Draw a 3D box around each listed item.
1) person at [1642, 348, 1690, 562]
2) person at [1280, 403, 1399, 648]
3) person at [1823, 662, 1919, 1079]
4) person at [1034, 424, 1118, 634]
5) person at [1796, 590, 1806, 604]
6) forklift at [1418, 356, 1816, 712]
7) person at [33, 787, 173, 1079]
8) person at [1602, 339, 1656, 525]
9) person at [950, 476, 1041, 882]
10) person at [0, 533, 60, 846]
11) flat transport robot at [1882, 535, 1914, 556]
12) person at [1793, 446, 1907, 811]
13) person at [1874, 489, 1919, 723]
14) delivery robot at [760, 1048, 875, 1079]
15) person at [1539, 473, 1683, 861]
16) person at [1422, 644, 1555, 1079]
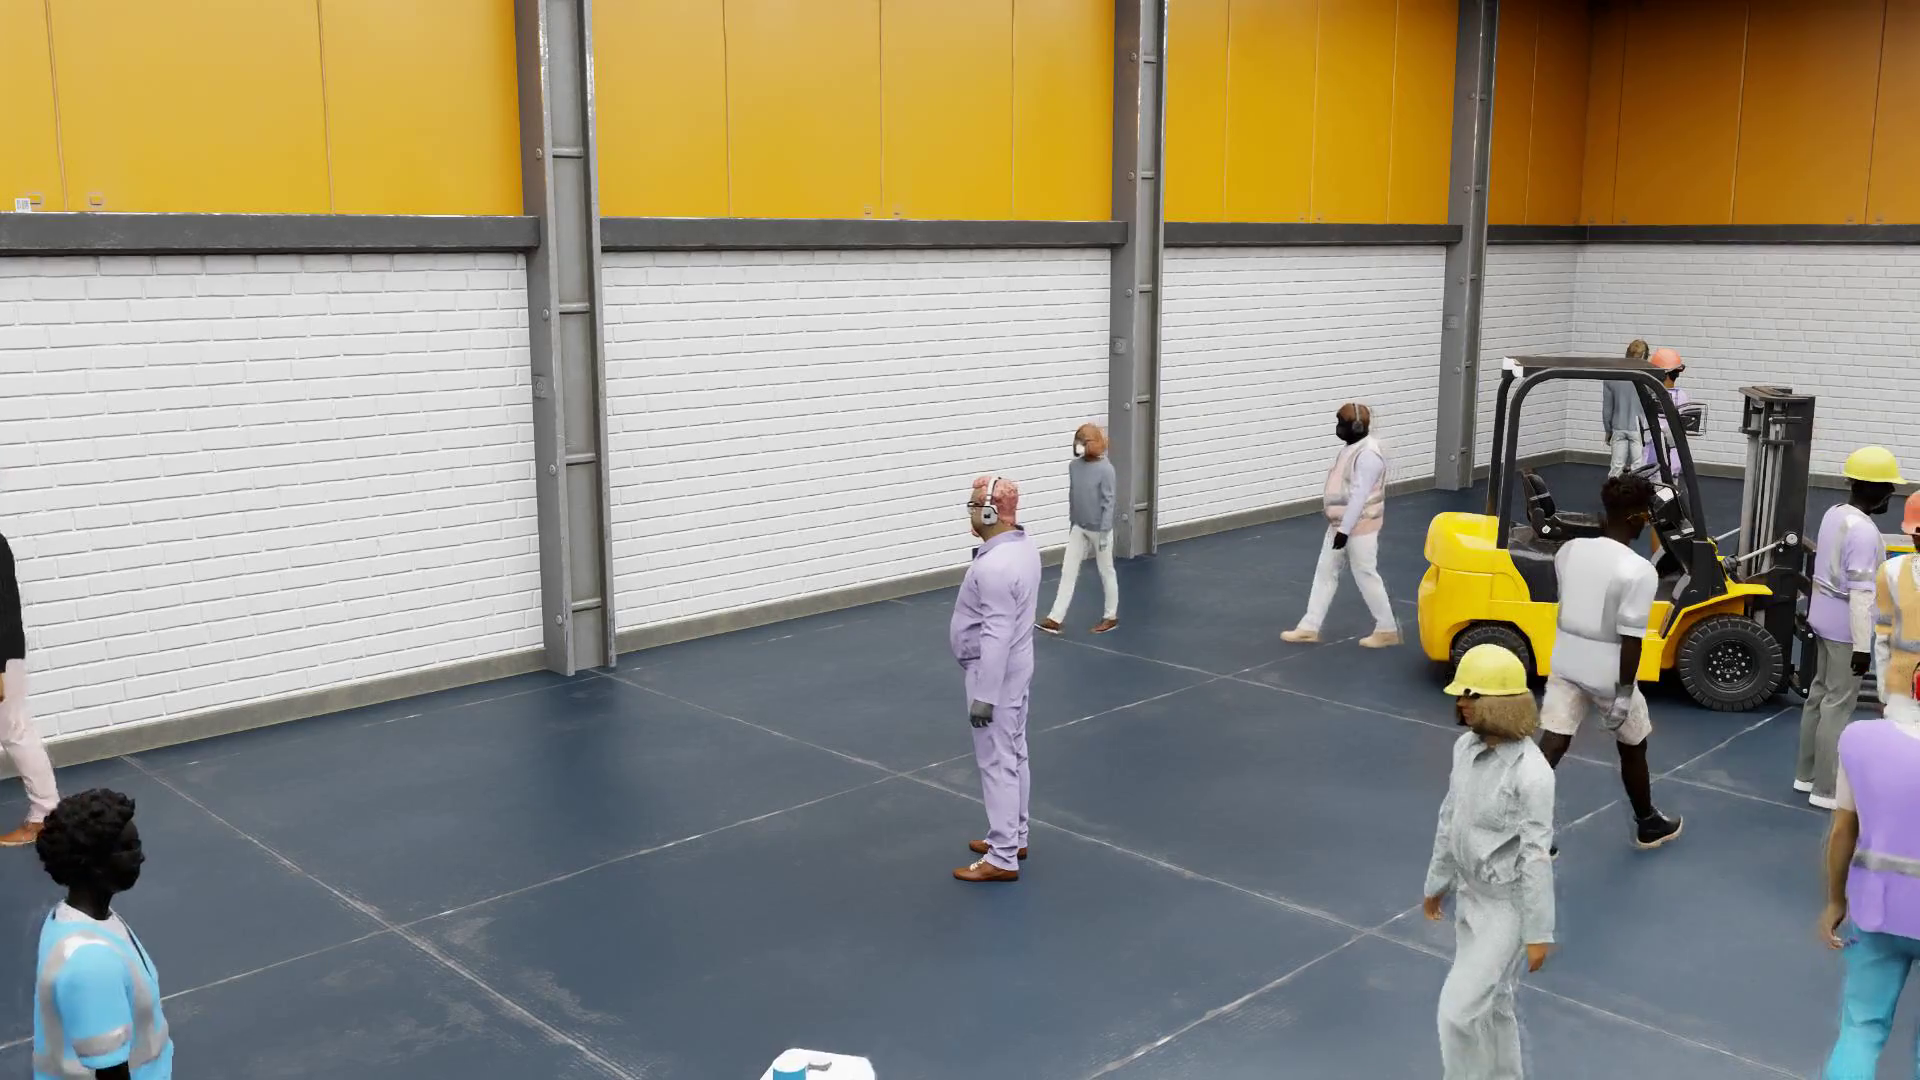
[{"bbox_3d":[6.030,-0.630,14.370,0.373,2.043,0.615,9,14,40],"label":"person"},{"bbox_3d":[2.840,-0.102,12.153,0.831,1.808,0.625,-1,10,-6],"label":"person"},{"bbox_3d":[2.914,1.188,5.063,0.574,1.826,0.778,9,14,40],"label":"person"},{"bbox_3d":[0.904,-0.061,12.458,0.801,1.592,0.523,-9,14,-40],"label":"person"},{"bbox_3d":[6.396,-0.176,13.072,0.386,1.615,0.496,7,13,35],"label":"person"},{"bbox_3d":[4.276,-0.101,11.076,2.313,2.155,1.214,2,11,13],"label":"forklift"},{"bbox_3d":[-2.196,1.436,4.119,0.780,1.670,0.535,-5,11,-25],"label":"person"},{"bbox_3d":[6.988,-1.112,17.303,0.370,1.934,0.627,-9,14,-42],"label":"person"},{"bbox_3d":[0.154,0.644,7.798,0.408,1.906,0.654,2,11,13],"label":"person"},{"bbox_3d":[-4.814,0.581,8.111,0.644,1.974,0.699,8,13,36],"label":"person"},{"bbox_3d":[8.790,0.105,15.203,1.431,0.197,0.652,3,11,17],"label":"flat transport robot"},{"bbox_3d":[4.677,0.461,8.739,0.382,1.924,0.594,2,11,11],"label":"person"},{"bbox_3d":[4.502,0.677,7.639,0.779,1.906,0.585,-10,14,-42],"label":"person"},{"bbox_3d":[-0.507,1.789,4.987,0.477,0.478,0.707,3,11,15],"label":"delivery robot"},{"bbox_3d":[3.084,0.616,7.995,1.056,1.904,0.607,-6,12,-29],"label":"person"},{"bbox_3d":[1.636,1.182,5.360,0.602,1.722,0.502,-2,11,-10],"label":"person"}]
